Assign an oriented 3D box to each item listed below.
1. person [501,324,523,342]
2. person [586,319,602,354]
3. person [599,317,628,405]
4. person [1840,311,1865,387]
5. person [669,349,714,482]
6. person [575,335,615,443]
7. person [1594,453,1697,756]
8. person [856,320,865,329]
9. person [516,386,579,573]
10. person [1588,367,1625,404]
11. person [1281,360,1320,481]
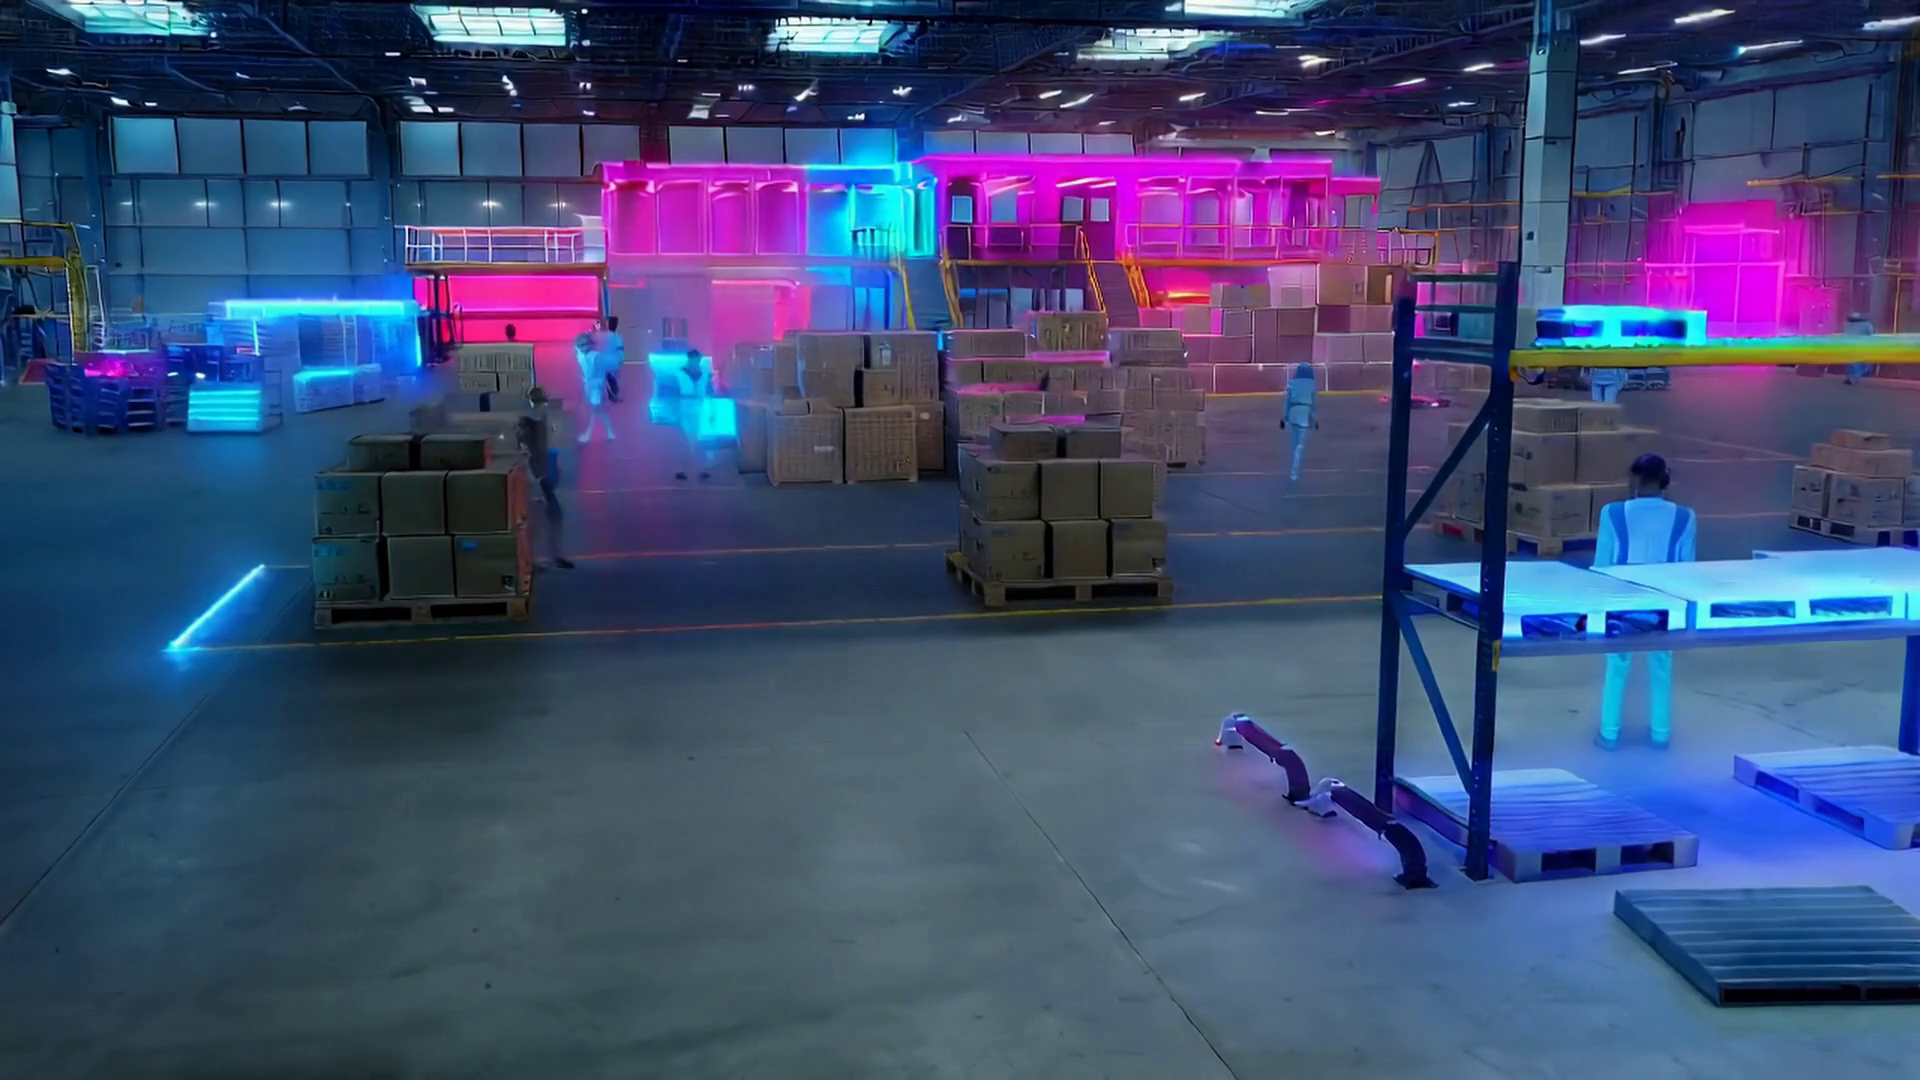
[{"bbox_3d":[-9.197,-3.516,34.217,0.520,1.848,0.435,0,9,0],"label":"person"},{"bbox_3d":[-9.083,-4.652,41.506,0.534,1.714,0.905,0,9,-3],"label":"person"},{"bbox_3d":[-7.541,-3.925,36.405,0.626,1.930,0.805,6,11,31],"label":"person"},{"bbox_3d":[22.507,-4.787,41.825,0.395,1.897,0.725,-3,10,-18],"label":"person"},{"bbox_3d":[-3.705,-1.731,23.256,1.004,1.862,0.610,8,12,41],"label":"person"},{"bbox_3d":[-6.289,-2.602,28.628,0.586,1.853,1.032,5,11,29],"label":"person"},{"bbox_3d":[4.209,0.399,10.267,0.571,1.876,0.353,2,10,14],"label":"person"},{"bbox_3d":[-2.196,-3.951,36.862,0.516,1.841,0.326,1,9,6],"label":"person"},{"bbox_3d":[-4.075,-0.567,16.230,0.745,1.839,0.524,4,10,21],"label":"person"},{"bbox_3d":[11.388,-2.704,29.332,0.628,1.829,0.453,6,11,32],"label":"person"},{"bbox_3d":[4.824,-1.692,23.542,0.501,1.678,0.782,3,10,18],"label":"person"}]
